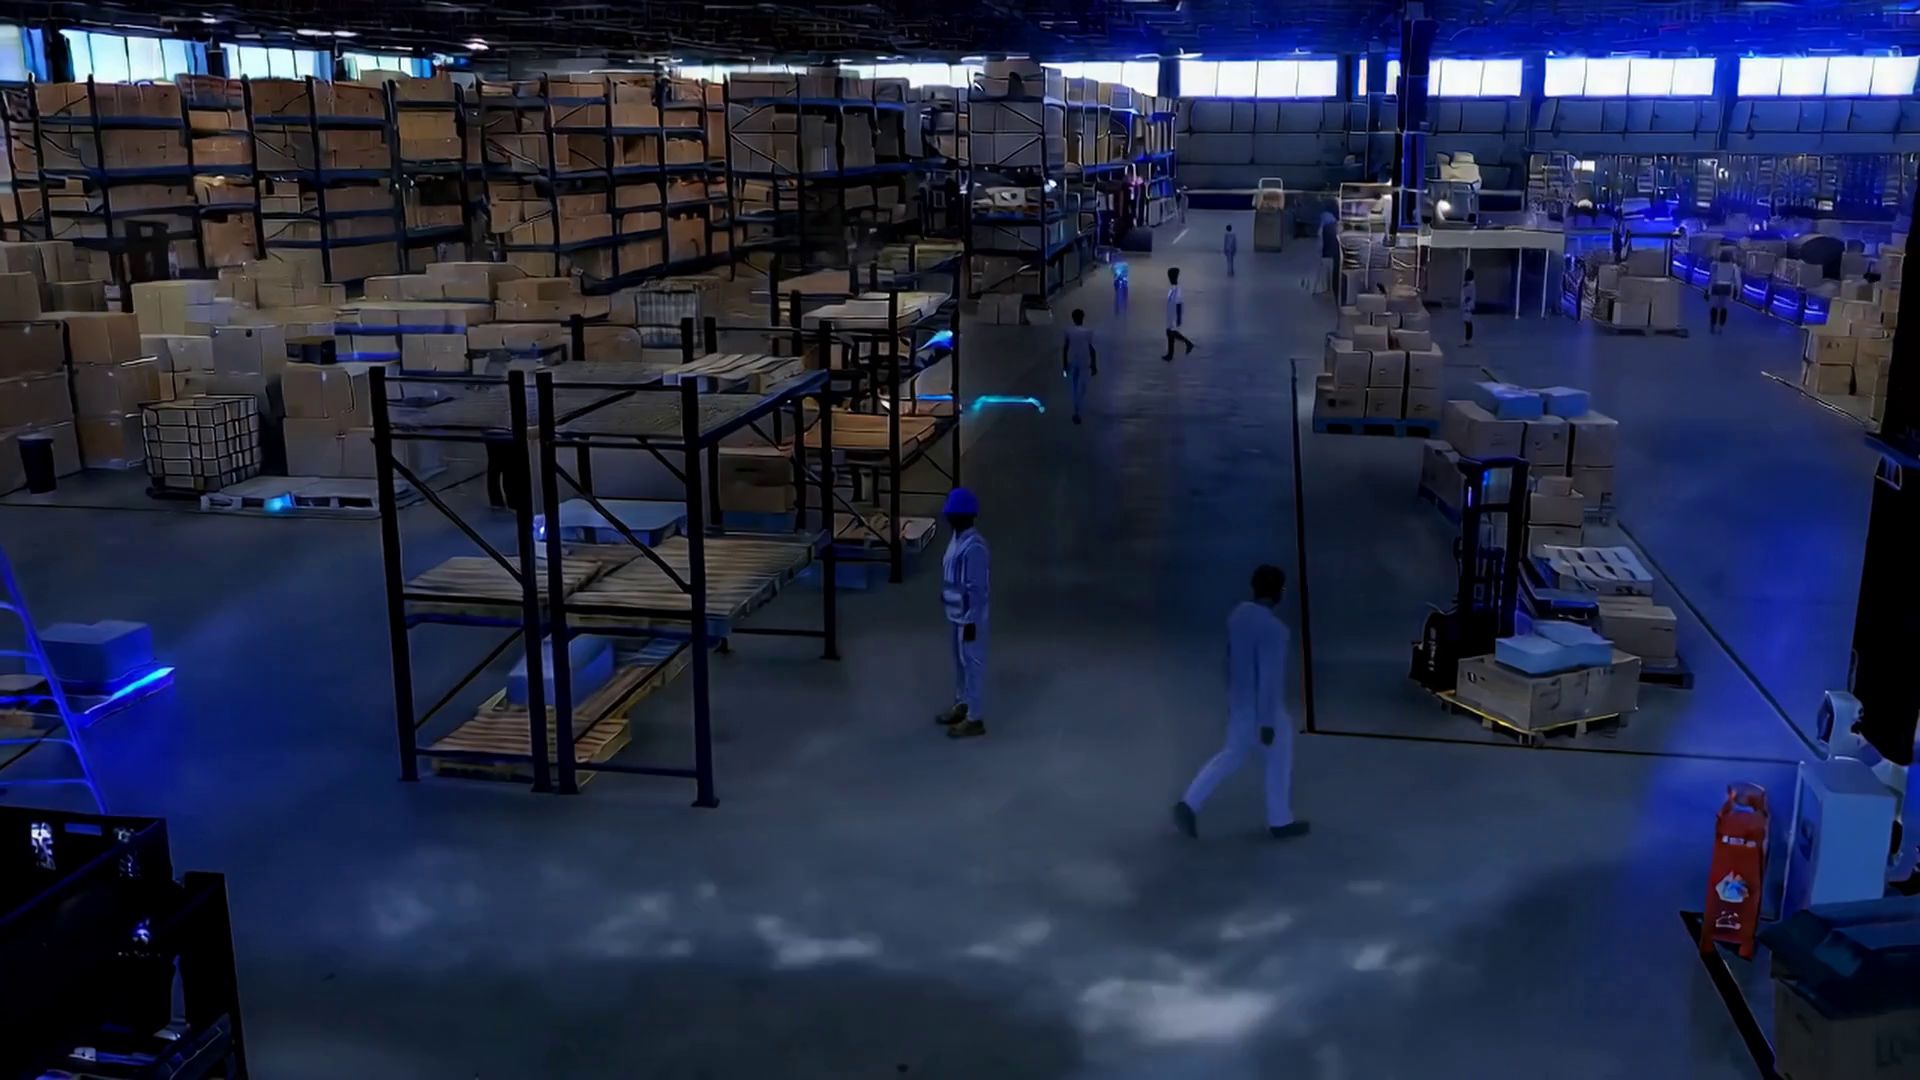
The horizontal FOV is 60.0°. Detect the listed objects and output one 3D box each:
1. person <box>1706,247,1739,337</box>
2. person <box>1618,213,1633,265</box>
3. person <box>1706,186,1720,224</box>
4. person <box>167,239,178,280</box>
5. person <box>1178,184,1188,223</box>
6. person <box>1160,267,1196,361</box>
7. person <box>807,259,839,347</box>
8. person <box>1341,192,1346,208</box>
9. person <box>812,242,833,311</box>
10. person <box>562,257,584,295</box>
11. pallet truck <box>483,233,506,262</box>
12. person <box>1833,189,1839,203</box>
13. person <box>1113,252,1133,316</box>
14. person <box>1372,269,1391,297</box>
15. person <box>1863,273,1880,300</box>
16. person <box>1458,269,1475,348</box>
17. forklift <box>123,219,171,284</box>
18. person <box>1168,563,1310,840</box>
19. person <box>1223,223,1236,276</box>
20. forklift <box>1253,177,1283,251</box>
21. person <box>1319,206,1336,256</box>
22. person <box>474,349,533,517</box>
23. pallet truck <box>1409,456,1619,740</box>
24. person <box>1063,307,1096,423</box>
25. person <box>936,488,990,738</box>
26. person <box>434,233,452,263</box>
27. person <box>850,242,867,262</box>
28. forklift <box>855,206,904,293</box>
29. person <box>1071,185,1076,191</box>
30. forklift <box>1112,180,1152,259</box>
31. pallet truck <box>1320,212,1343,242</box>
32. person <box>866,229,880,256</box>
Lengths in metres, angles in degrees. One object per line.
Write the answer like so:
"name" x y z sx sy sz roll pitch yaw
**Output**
"person" 17.461 -5.690 38.120 0.649 1.995 1.008 5 15 20
"person" 23.226 -10.508 58.055 0.403 1.818 0.603 10 17 36
"person" 36.262 -16.035 80.144 1.034 1.985 0.632 3 14 13
"person" -21.971 -7.520 46.169 0.322 1.697 0.532 5 15 18
"person" 11.274 -16.998 84.135 0.614 1.946 0.390 -8 16 -28
"person" 4.468 -4.604 33.852 0.698 1.932 0.601 -3 14 -11
"person" -2.996 -5.157 36.137 0.634 1.919 0.829 -13 19 -41
"person" 19.189 -16.545 83.019 0.807 1.599 0.516 4 14 16
"person" -3.389 -6.515 41.710 1.049 1.888 0.643 -11 18 -39
"person" -9.346 -6.017 40.206 0.524 1.631 0.318 0 14 -2
"pallet truck" -11.832 -7.026 43.548 1.885 1.965 0.823 8 16 28
"person" 45.738 -17.545 86.786 0.385 1.735 0.591 5 15 18
"person" 4.136 -6.512 42.265 0.526 1.598 0.813 7 15 26
"person" 8.470 -4.545 33.717 0.589 1.890 0.875 -13 19 -41
"person" 19.870 -5.056 36.396 0.850 1.593 0.514 3 14 11
"person" 10.992 -5.021 36.026 0.316 1.695 0.542 3 14 12
"forklift" -16.623 -5.187 34.261 1.129 2.768 1.873 7 15 25
"person" 1.857 1.078 10.857 0.924 1.907 0.642 -5 15 -19
"person" 8.690 -9.352 53.570 0.368 1.722 0.612 9 16 32
"forklift" 12.083 -12.747 64.956 1.129 2.768 1.873 3 14 10
"person" 13.849 -11.634 62.568 1.009 1.857 0.648 -12 18 -41
"person" -5.529 -1.307 20.237 0.685 2.000 0.538 10 17 35
"pallet truck" 4.504 0.400 13.395 0.823 1.965 1.885 -6 15 -23
"person" 1.911 -2.809 26.754 0.522 1.845 0.808 4 14 15
"person" 0.041 0.551 12.879 0.383 1.951 0.605 -4 14 -15
"person" -14.415 -7.630 46.347 0.430 1.834 0.627 6 15 22
"person" -2.526 -6.636 42.245 0.568 1.867 1.037 11 18 38
"forklift" -2.041 -6.711 40.449 1.129 2.768 1.873 3 14 10
"person" 6.010 -17.895 88.047 0.630 1.809 0.659 -1 14 -4
"forklift" 6.082 -11.722 60.796 1.873 2.768 1.129 2 14 9
"pallet truck" 15.874 -13.227 70.310 0.680 1.201 1.601 10 17 35
"person" -2.386 -7.581 45.831 0.423 1.985 0.628 -11 18 -39
